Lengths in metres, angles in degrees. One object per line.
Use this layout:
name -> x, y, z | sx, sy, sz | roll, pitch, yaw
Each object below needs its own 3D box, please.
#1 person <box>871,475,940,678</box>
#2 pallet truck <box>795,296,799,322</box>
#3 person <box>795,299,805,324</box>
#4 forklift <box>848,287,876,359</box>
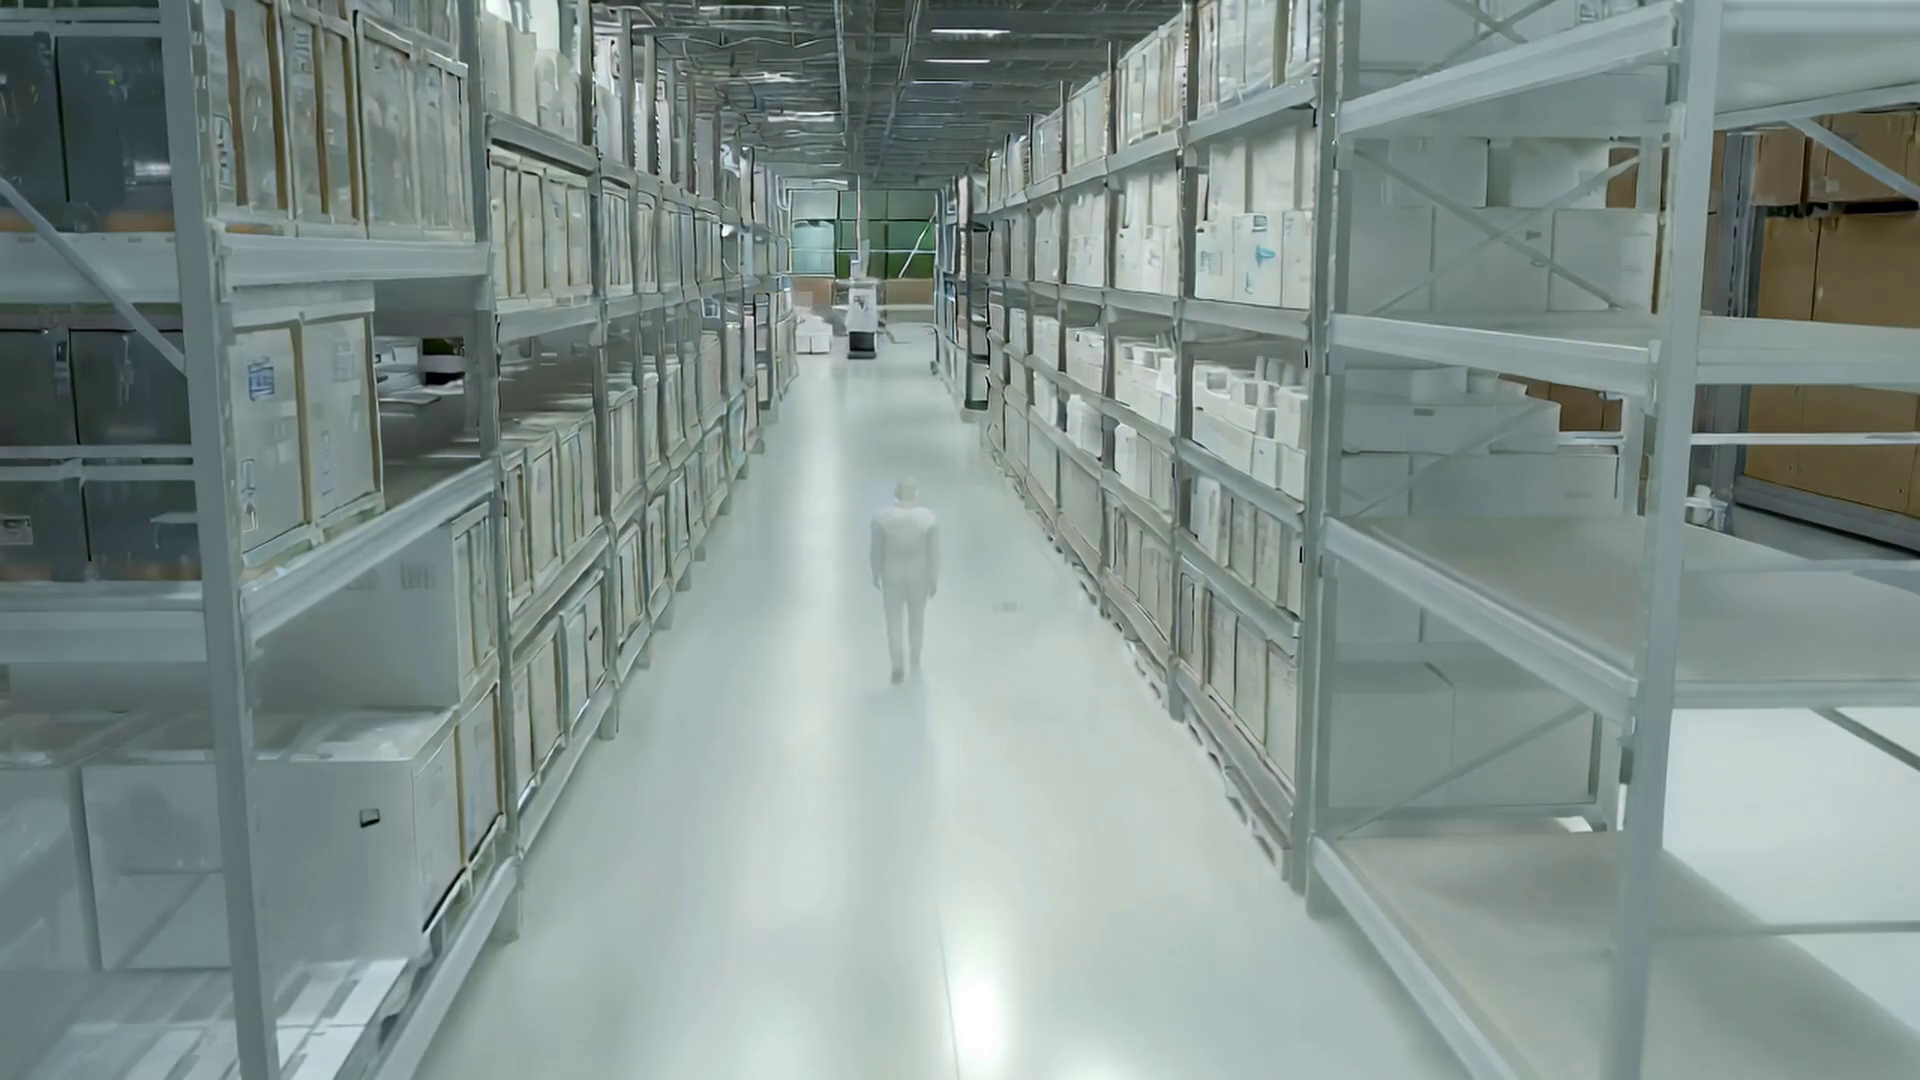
person -> -0.508, 0.327, 15.535 | 0.643, 1.871, 0.910 | -1, 10, -5
pallet truck -> -8.622, -12.439, 91.403 | 1.885, 1.965, 0.823 | 2, 10, 13
person -> -8.286, -11.450, 85.749 | 0.634, 1.915, 0.760 | 2, 10, 11
forklift -> -3.896, -8.622, 65.972 | 1.129, 2.768, 1.873 | -1, 10, -4
